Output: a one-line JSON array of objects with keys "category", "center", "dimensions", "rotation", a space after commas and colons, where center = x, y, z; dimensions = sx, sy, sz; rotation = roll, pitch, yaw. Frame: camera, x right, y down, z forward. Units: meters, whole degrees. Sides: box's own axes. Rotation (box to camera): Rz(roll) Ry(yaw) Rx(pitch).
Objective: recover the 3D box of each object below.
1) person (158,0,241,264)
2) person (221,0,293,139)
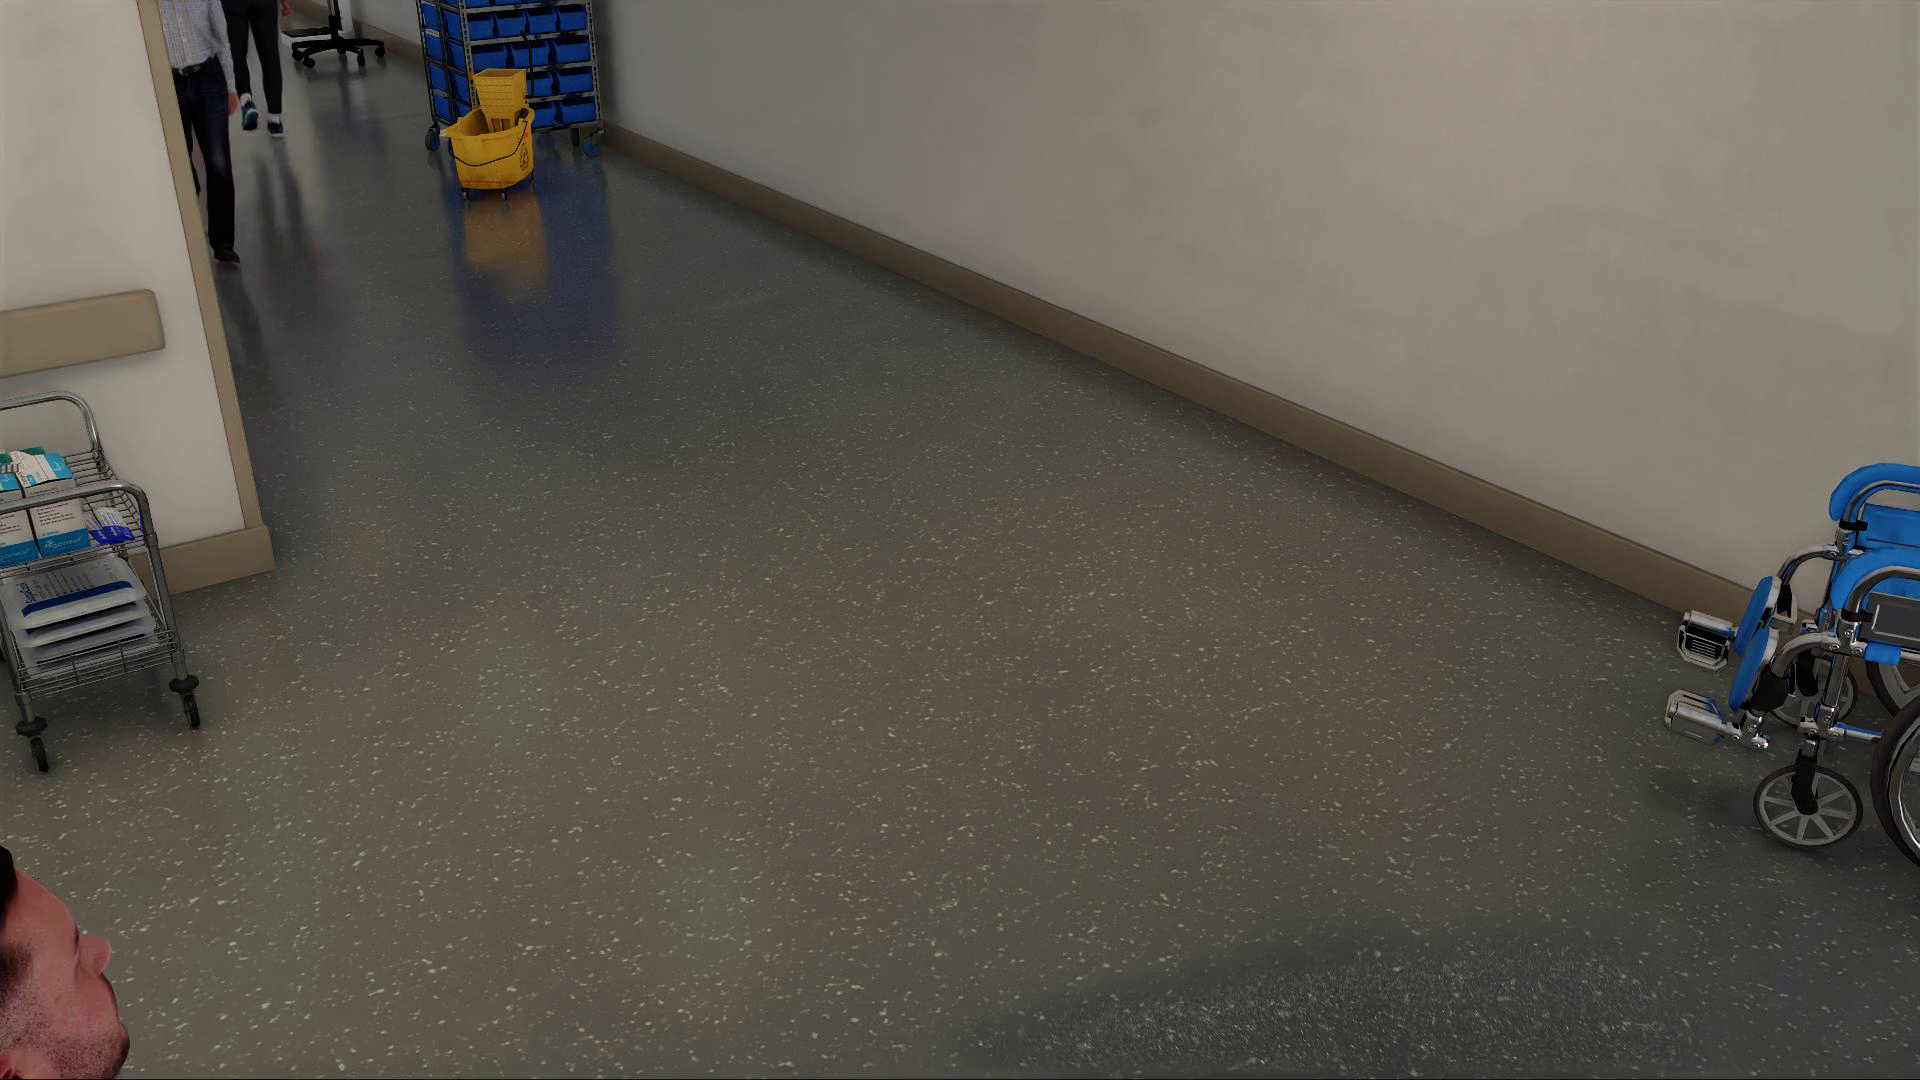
[{"category": "person", "center": [-3.978, -2.341, 8.508], "dimensions": [0.889, 1.809, 0.769], "rotation": [-14, 29, -26]}, {"category": "person", "center": [-4.734, -3.580, 11.070], "dimensions": [0.739, 1.816, 0.830], "rotation": [-11, 28, -21]}]
